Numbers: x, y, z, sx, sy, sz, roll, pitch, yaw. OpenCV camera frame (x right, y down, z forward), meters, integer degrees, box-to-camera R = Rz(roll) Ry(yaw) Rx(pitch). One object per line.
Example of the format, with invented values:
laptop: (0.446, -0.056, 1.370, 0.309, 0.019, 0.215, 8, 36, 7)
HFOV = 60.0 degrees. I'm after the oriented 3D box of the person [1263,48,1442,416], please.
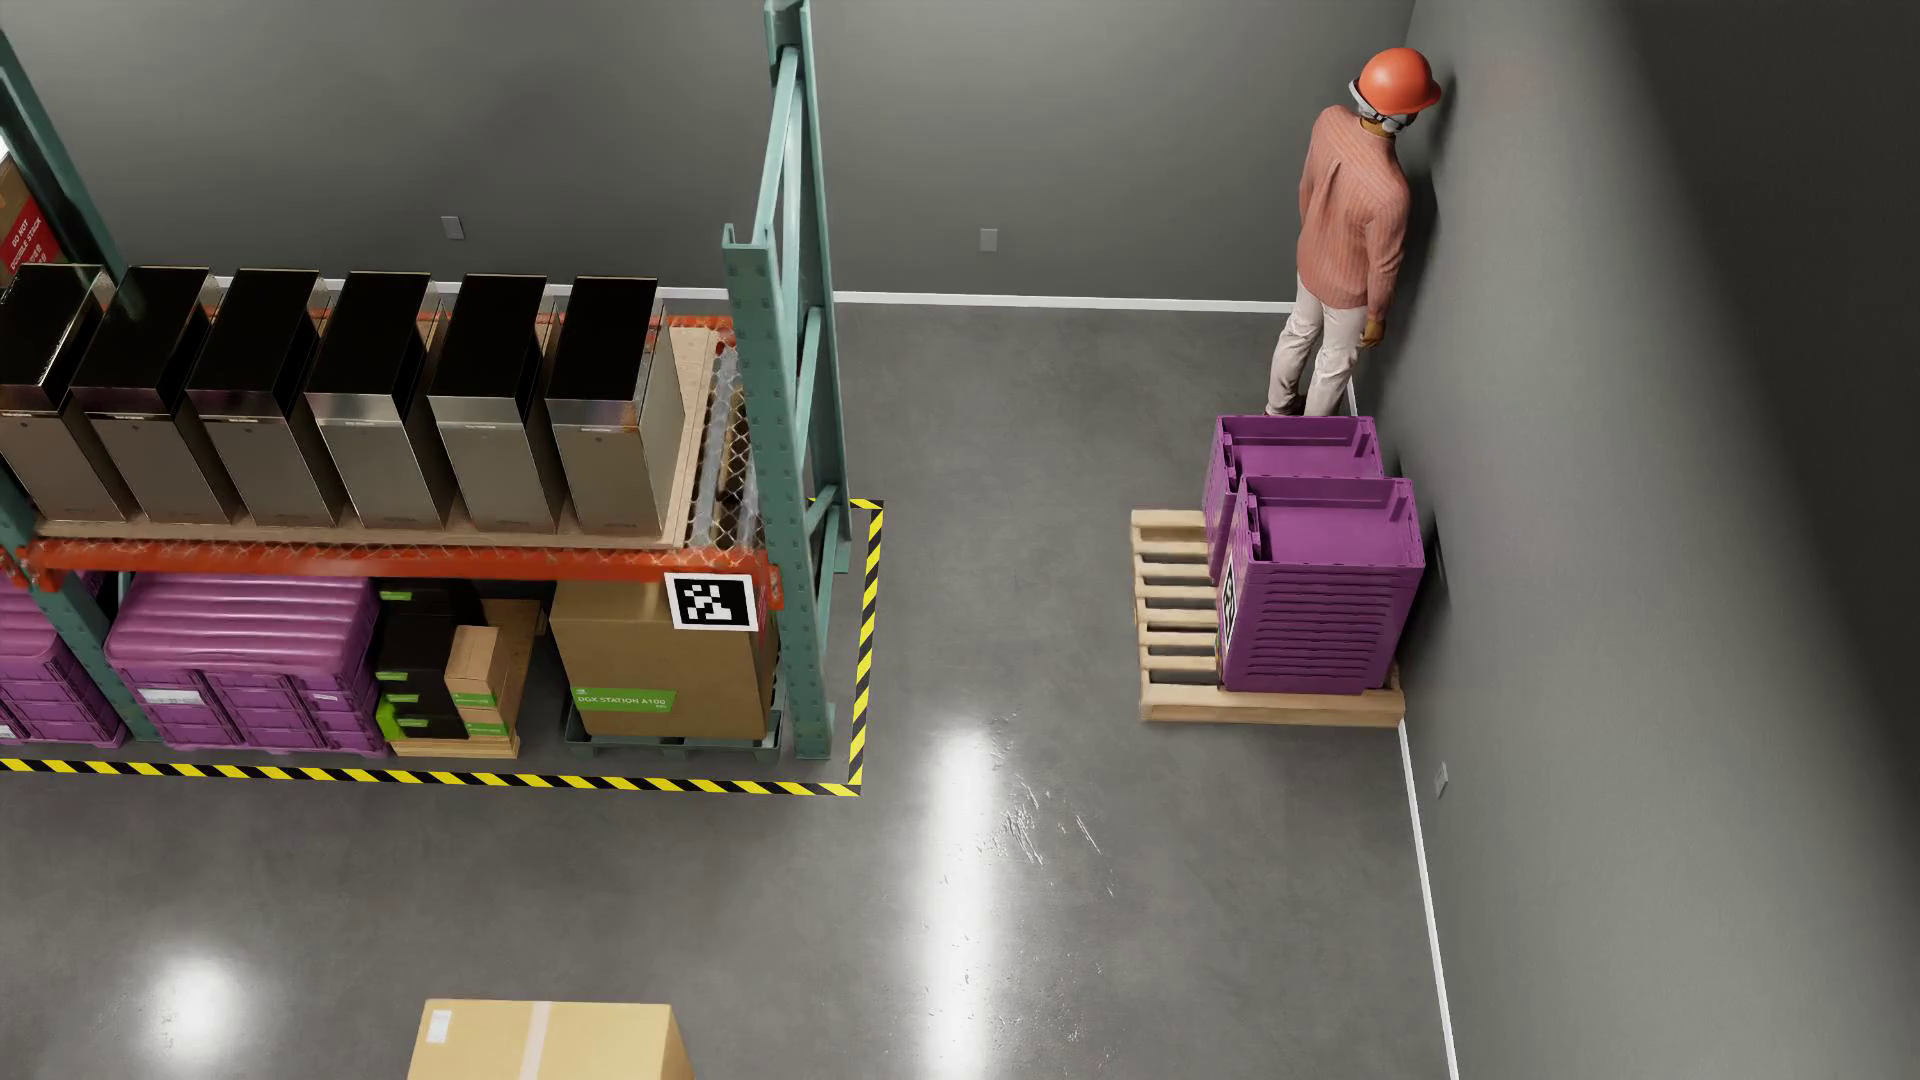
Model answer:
person: (1.505, -1.052, 6.486, 0.381, 1.994, 0.613, -18, 54, -13)
